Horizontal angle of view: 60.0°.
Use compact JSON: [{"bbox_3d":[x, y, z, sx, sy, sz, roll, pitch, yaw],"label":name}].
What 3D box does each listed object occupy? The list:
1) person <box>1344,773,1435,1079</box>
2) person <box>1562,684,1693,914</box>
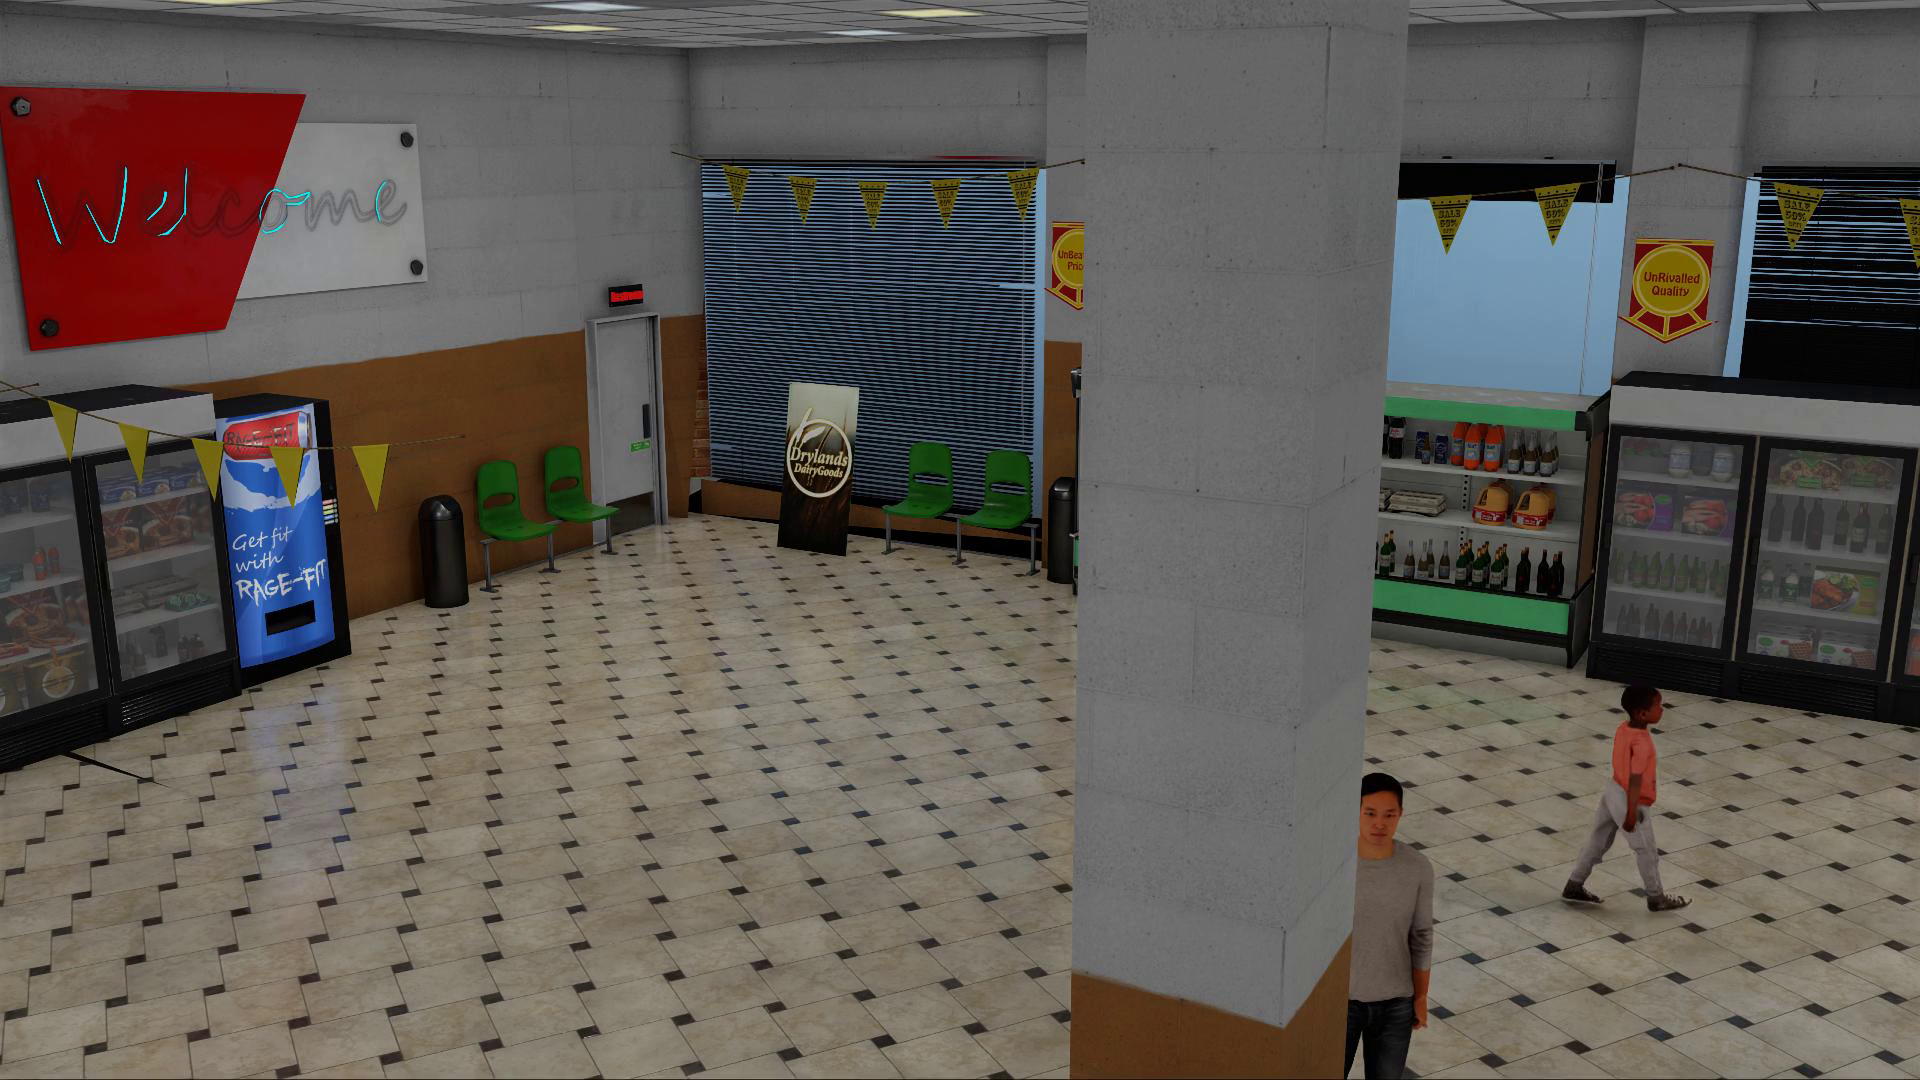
[{"bbox_3d":[1.558,1.731,6.428,0.617,1.807,0.765,1,14,5],"label":"person"},{"bbox_3d":[3.509,1.398,8.914,0.952,1.282,0.760,1,14,3],"label":"person"}]
